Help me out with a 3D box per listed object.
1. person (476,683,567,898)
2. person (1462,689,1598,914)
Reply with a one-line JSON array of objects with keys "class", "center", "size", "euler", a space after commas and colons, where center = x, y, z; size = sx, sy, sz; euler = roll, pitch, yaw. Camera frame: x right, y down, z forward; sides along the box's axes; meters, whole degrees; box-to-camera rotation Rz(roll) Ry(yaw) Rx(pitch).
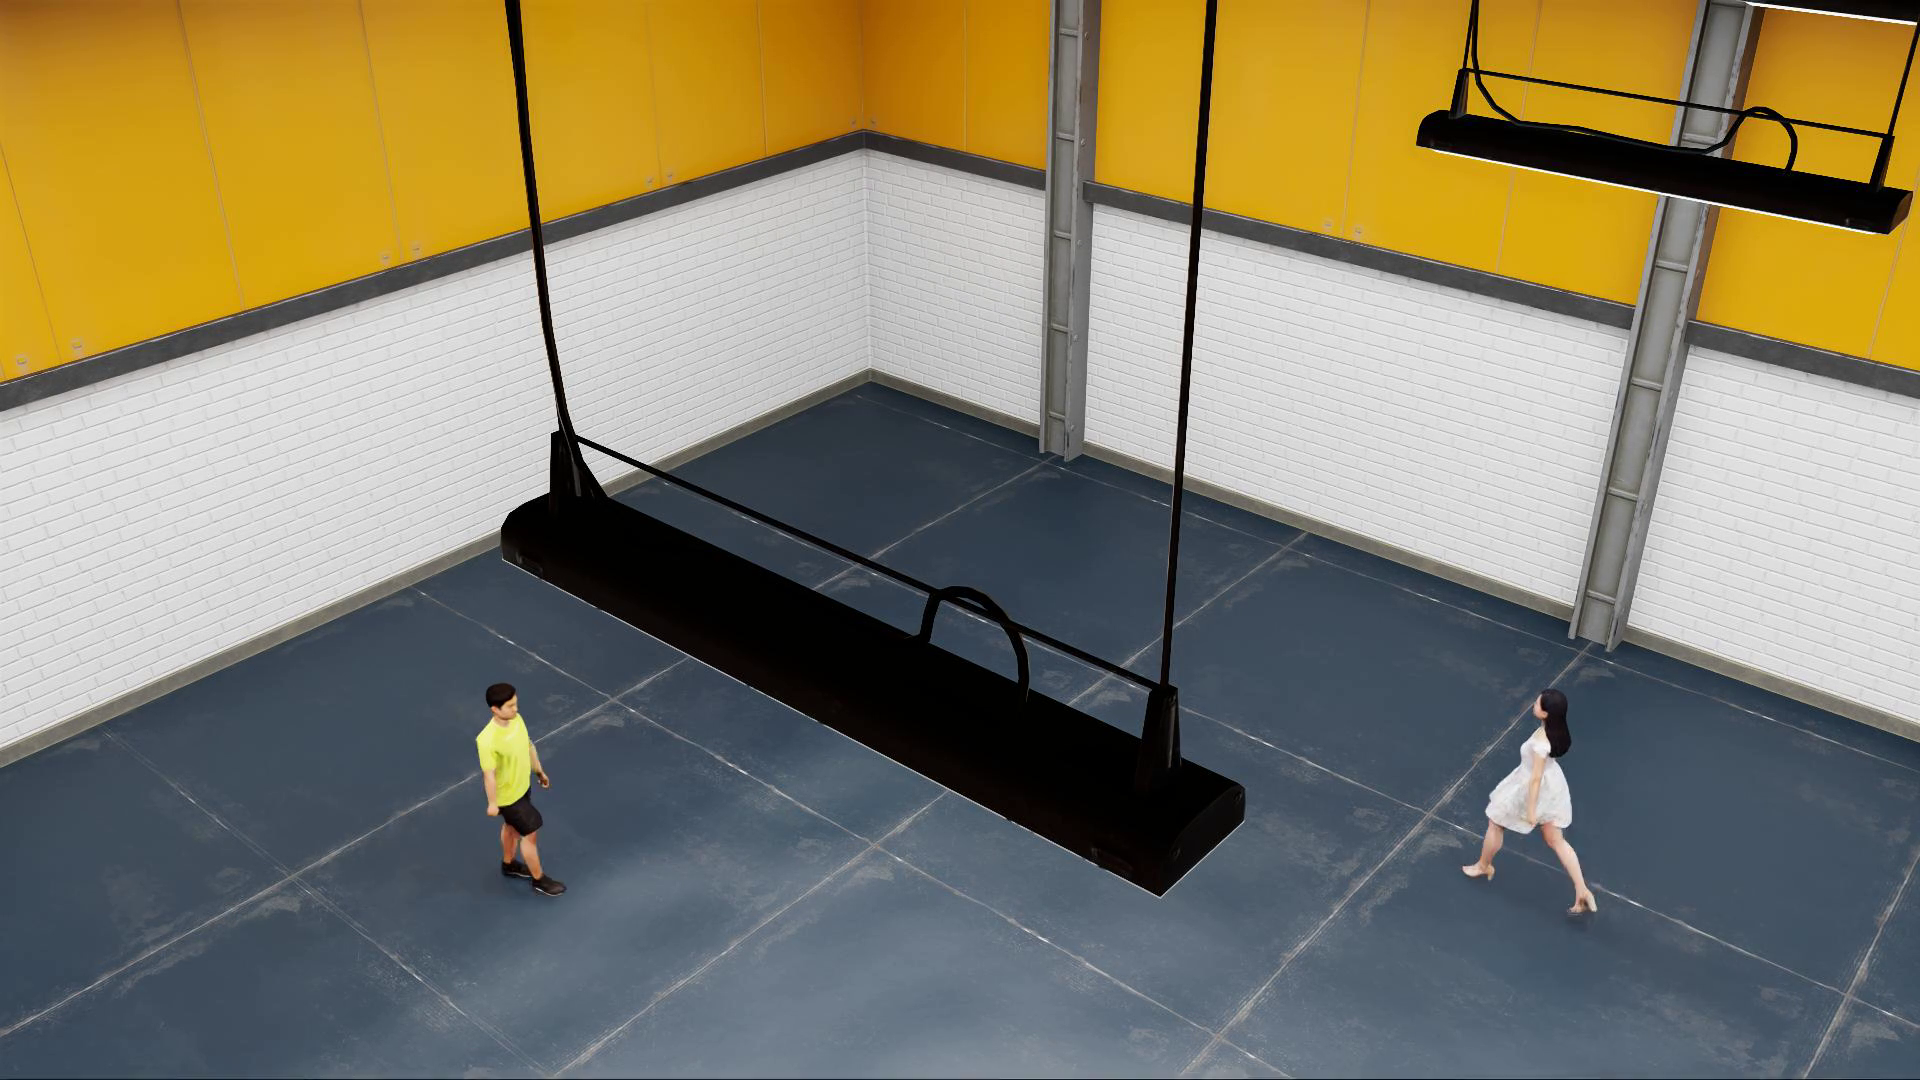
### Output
[{"class": "person", "center": [-3.220, 1.710, 11.648], "size": [0.931, 1.691, 0.833], "euler": [4, 29, 8]}, {"class": "person", "center": [4.039, 1.817, 11.414], "size": [1.199, 1.727, 0.650], "euler": [25, 37, 38]}]
